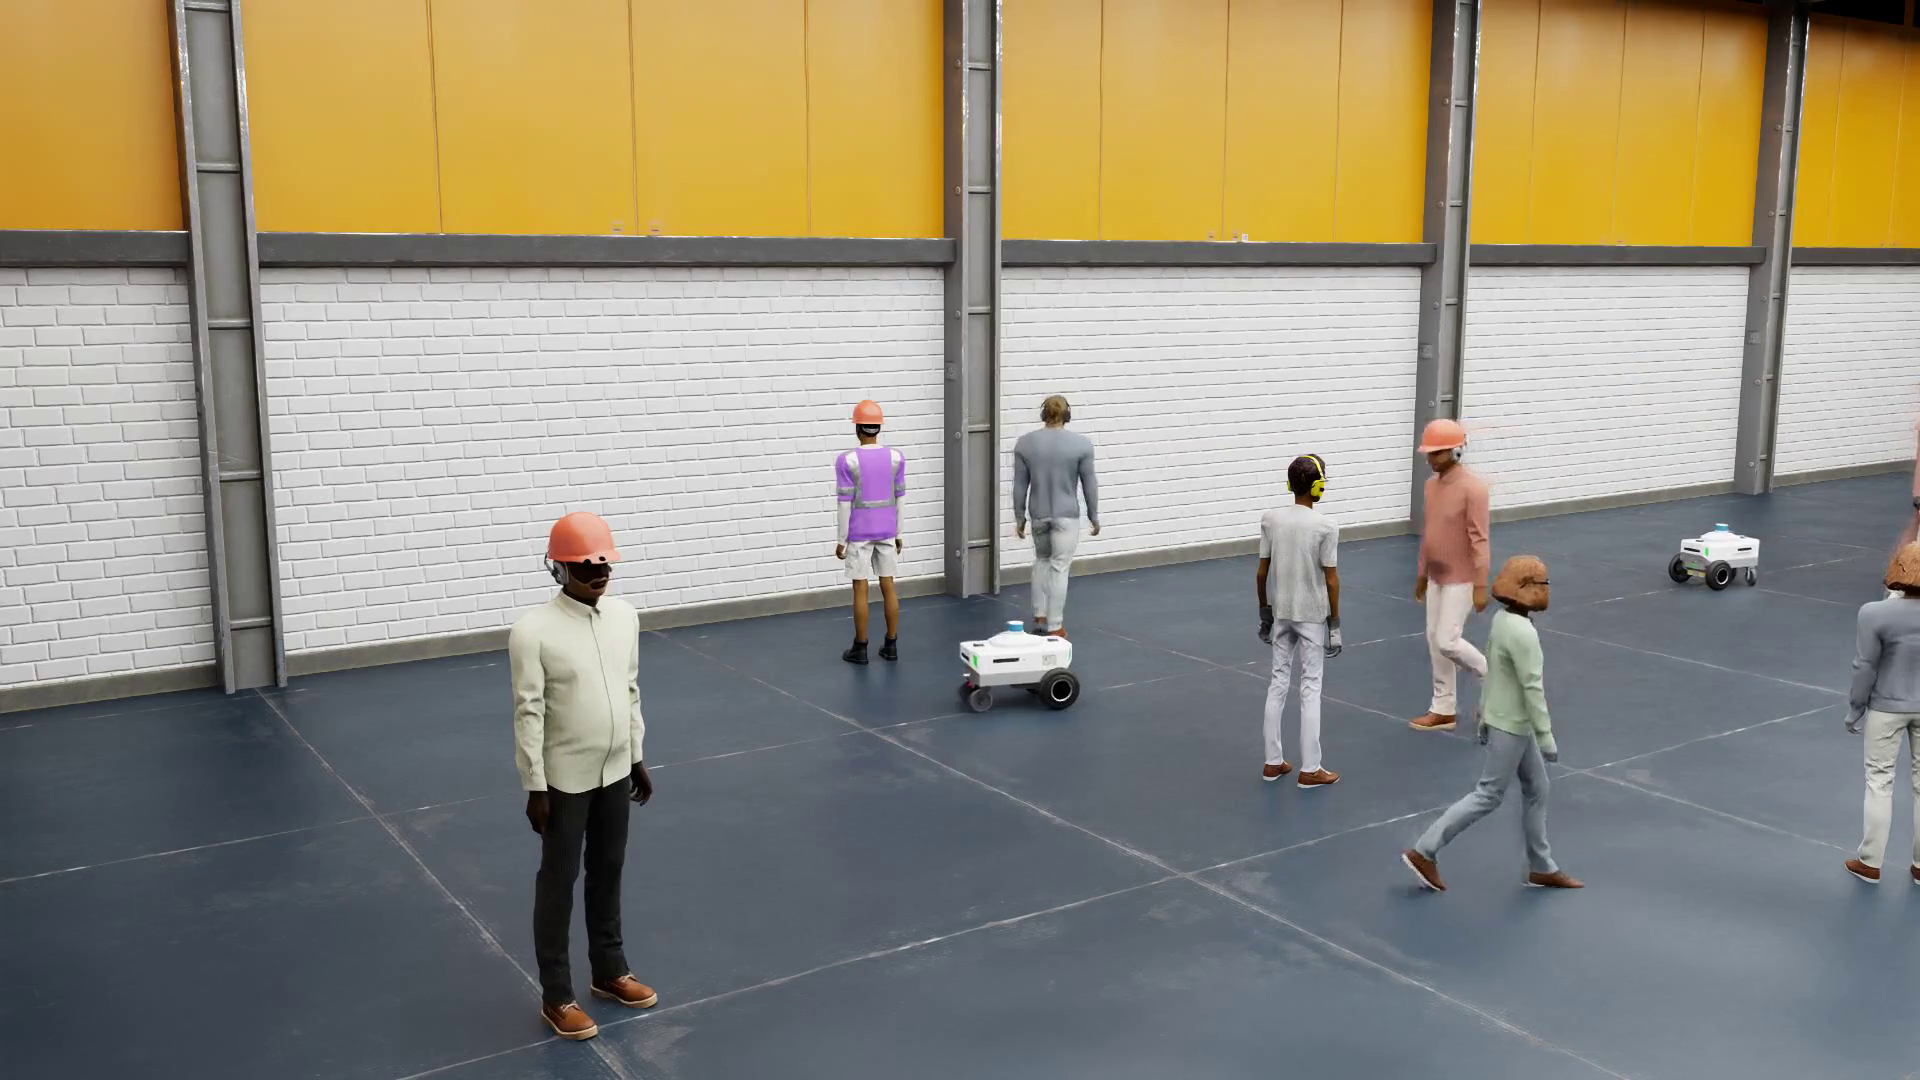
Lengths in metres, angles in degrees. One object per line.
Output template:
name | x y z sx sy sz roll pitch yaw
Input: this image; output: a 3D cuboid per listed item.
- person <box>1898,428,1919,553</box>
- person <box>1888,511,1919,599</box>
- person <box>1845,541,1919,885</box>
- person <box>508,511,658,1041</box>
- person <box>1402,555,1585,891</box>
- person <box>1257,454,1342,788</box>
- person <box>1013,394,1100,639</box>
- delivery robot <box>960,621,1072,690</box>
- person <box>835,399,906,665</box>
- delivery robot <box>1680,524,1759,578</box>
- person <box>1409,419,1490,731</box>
person | 8.778 -0.444 14.723 0.946 1.852 0.666 9 13 42
person | 8.207 -0.183 13.938 0.735 1.615 0.528 -1 9 -4
person | 4.444 0.815 7.820 0.507 1.632 0.274 2 10 10
person | -1.430 0.877 6.364 0.376 1.995 0.609 6 11 34
person | 2.489 0.855 7.695 0.816 1.604 0.492 2 10 10
person | 1.906 0.449 9.320 0.531 1.869 0.310 8 13 41
person | 0.764 -0.176 12.950 0.650 1.919 0.641 4 10 23
delivery robot | 0.367 0.779 10.997 0.707 0.478 0.477 -3 10 -16
person | -0.665 -0.056 12.156 0.542 1.938 0.357 -5 11 -26
delivery robot | 6.907 0.095 15.117 0.707 0.478 0.477 -4 10 -25
person | 3.093 0.226 10.350 0.587 1.970 0.639 -2 10 -14
